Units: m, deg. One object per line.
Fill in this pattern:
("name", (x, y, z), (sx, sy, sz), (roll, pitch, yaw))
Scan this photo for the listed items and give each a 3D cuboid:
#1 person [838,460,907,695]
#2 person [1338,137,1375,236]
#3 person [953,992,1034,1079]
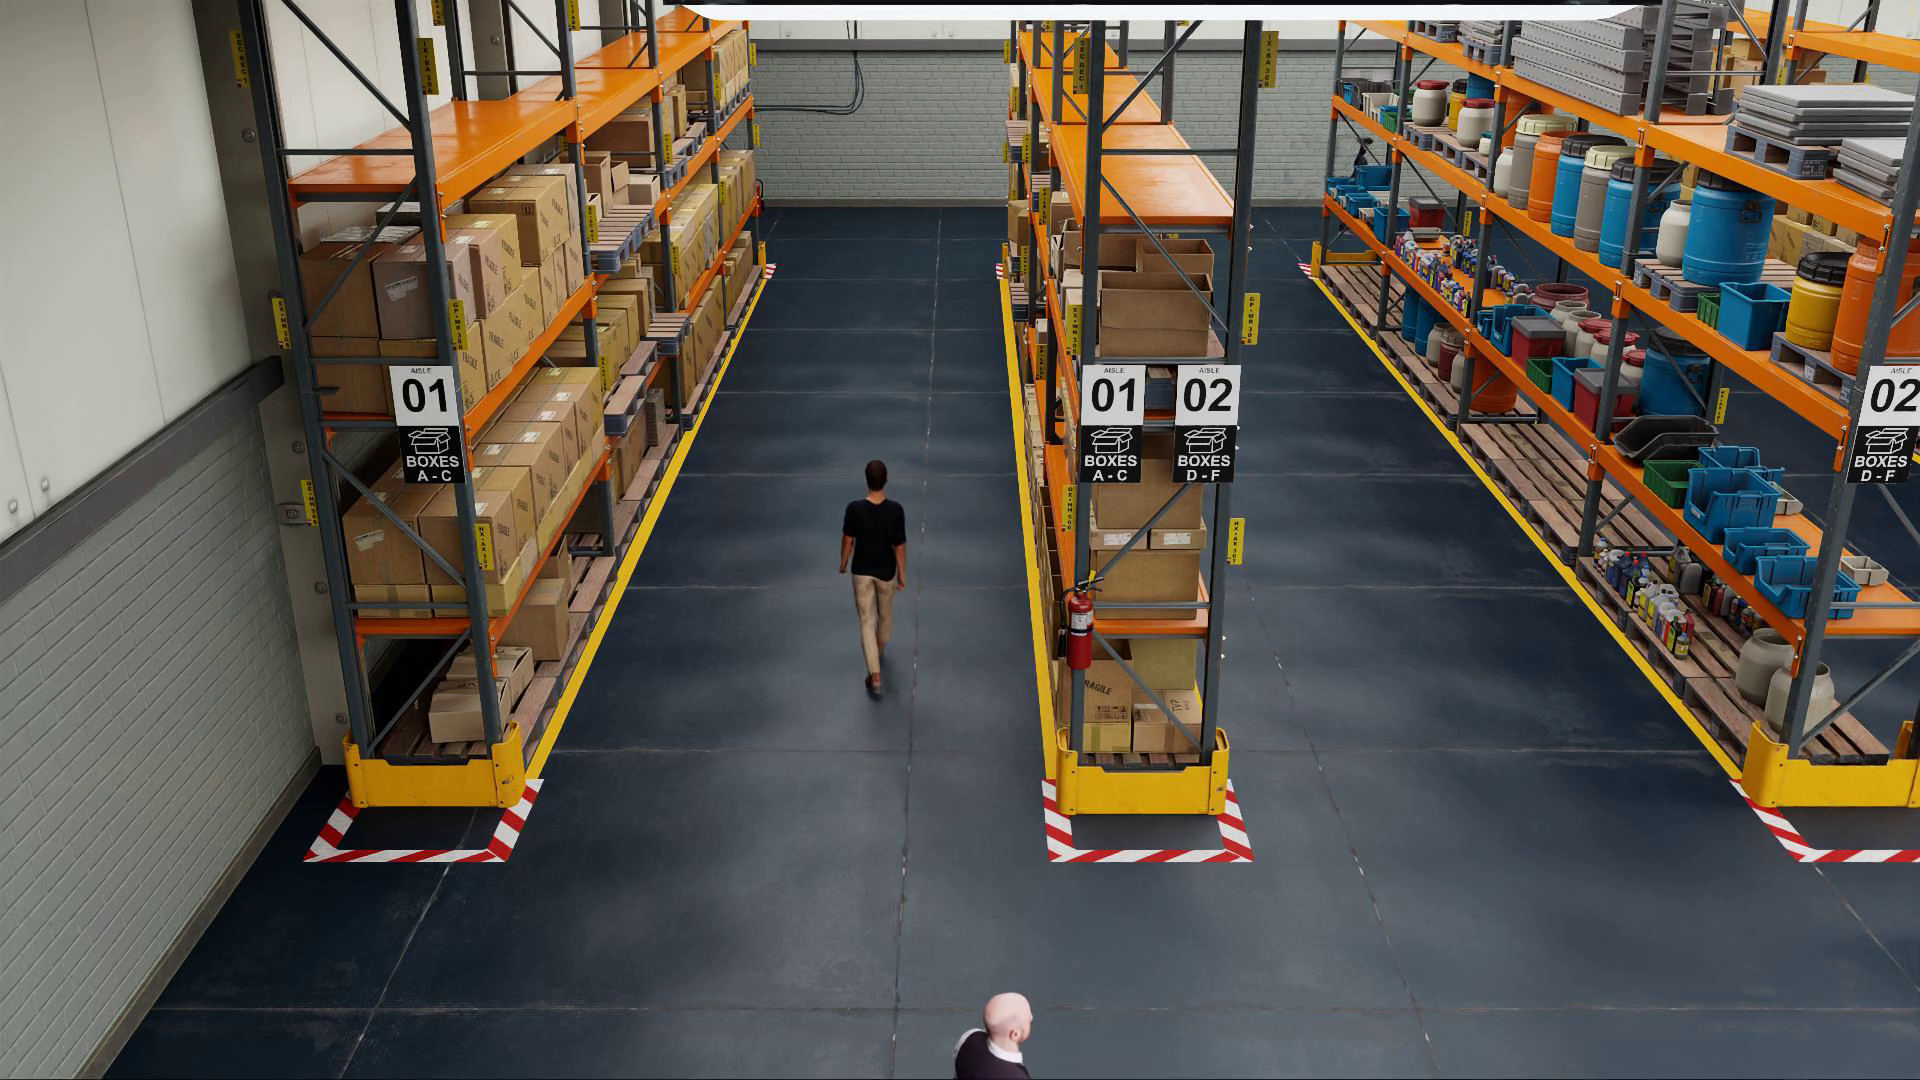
("person", (-0.661, 0.327, 13.012), (0.819, 1.803, 1.221), (-5, 23, -11))
("person", (6.831, -6.135, 28.956), (0.749, 1.694, 0.895), (3, 22, 7))
("person", (0.148, 2.714, 7.153), (0.847, 1.821, 0.748), (-15, 27, -33))
